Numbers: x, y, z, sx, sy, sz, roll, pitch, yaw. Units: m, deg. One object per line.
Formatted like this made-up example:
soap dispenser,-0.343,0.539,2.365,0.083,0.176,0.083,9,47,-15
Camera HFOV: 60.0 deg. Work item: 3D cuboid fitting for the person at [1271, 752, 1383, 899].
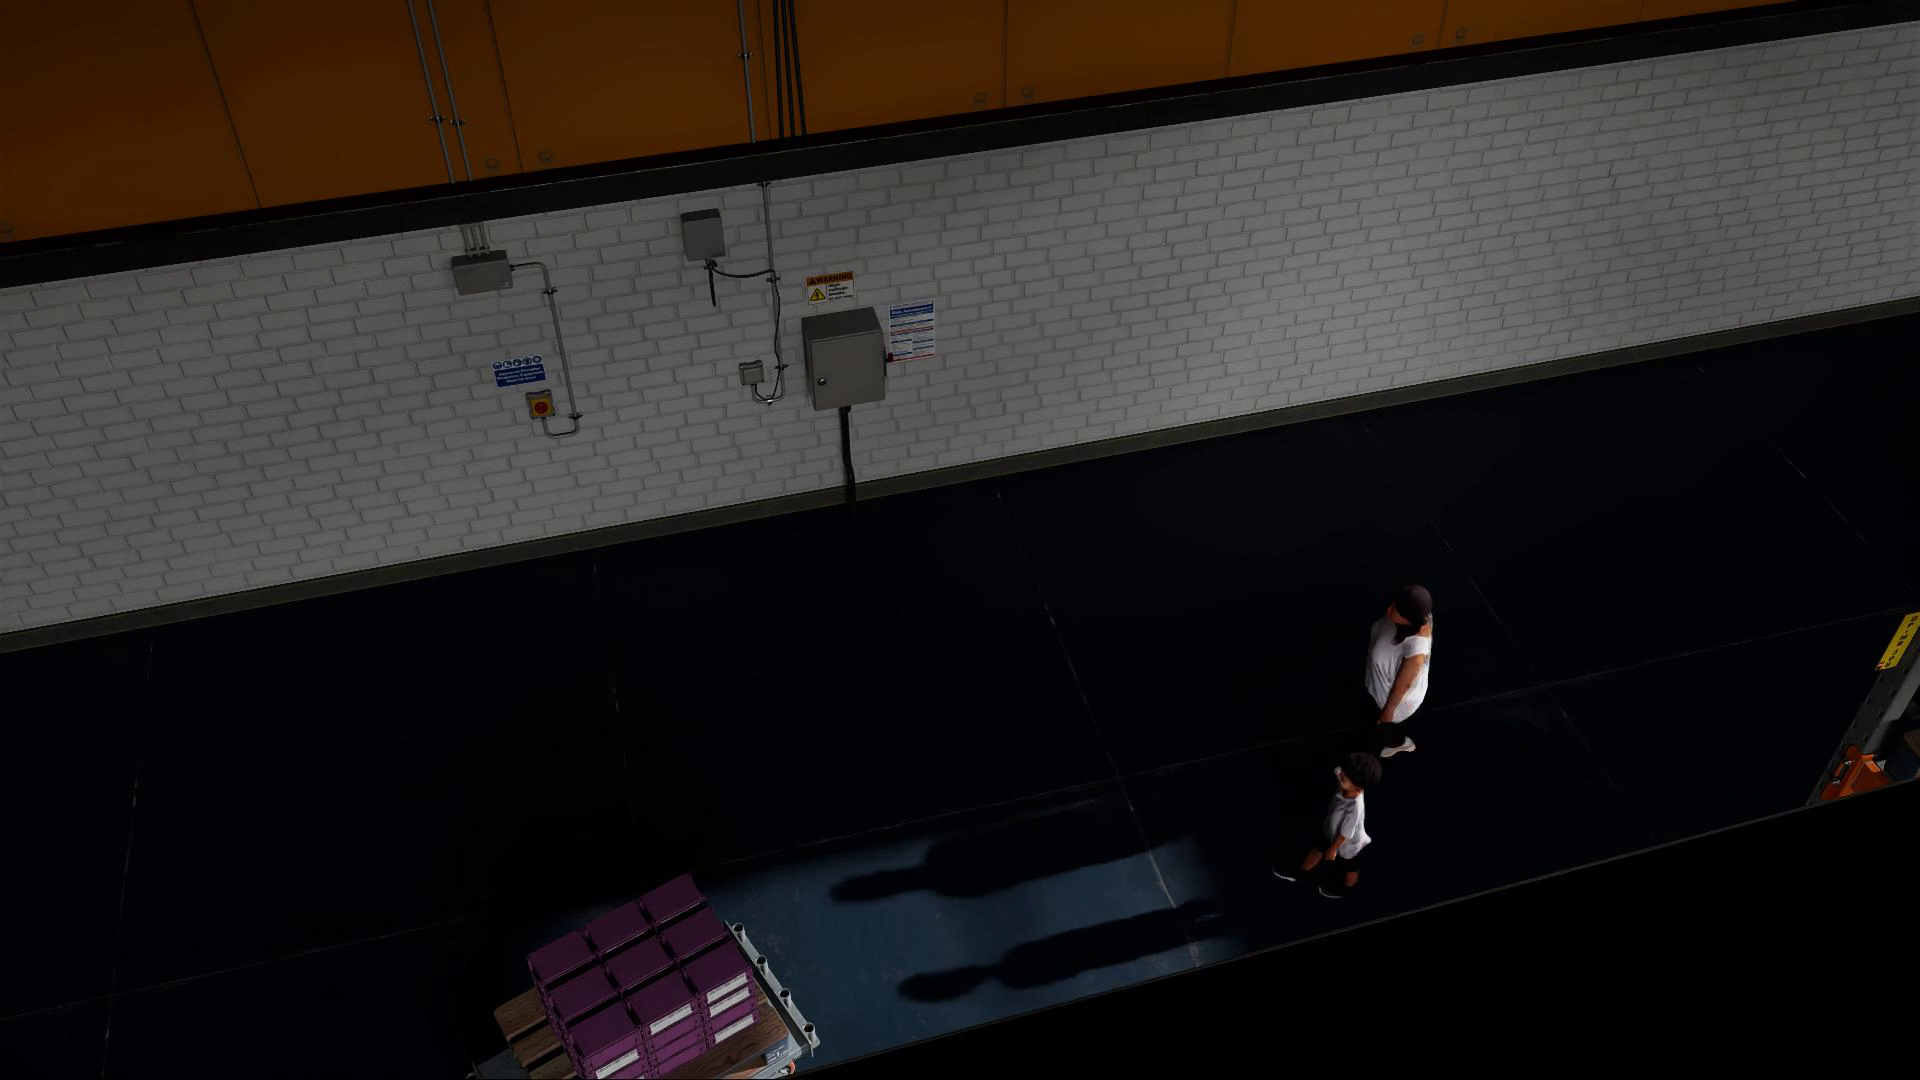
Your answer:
person,2.257,1.647,9.456,0.709,1.244,0.738,3,44,4

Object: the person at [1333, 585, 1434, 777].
person,2.631,0.864,9.963,0.874,1.680,0.797,8,44,8
